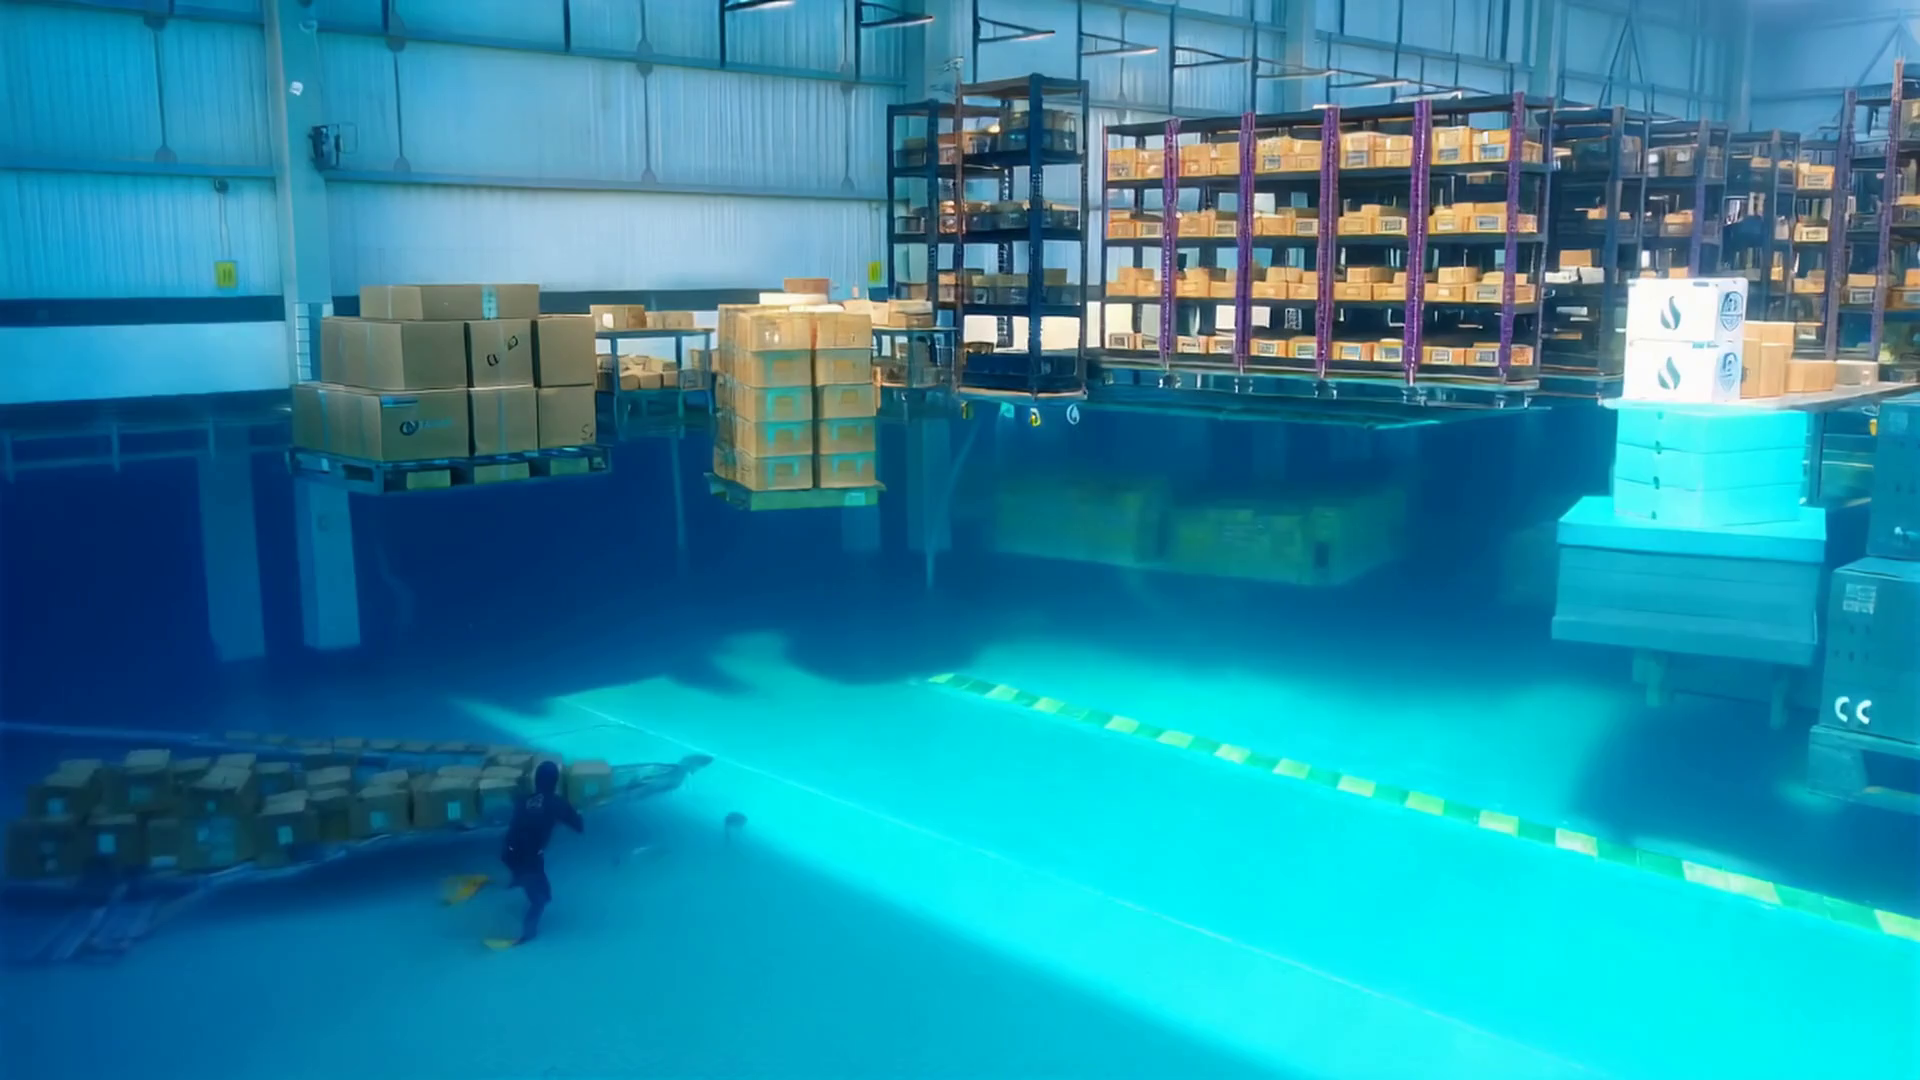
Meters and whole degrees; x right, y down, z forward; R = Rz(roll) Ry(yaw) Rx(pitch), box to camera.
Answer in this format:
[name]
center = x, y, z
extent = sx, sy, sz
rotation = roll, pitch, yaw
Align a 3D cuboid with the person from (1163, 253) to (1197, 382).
[person]
center = 3.175, -3.213, 24.036
extent = 0.567, 1.847, 0.389
rotation = 7, 11, 35
